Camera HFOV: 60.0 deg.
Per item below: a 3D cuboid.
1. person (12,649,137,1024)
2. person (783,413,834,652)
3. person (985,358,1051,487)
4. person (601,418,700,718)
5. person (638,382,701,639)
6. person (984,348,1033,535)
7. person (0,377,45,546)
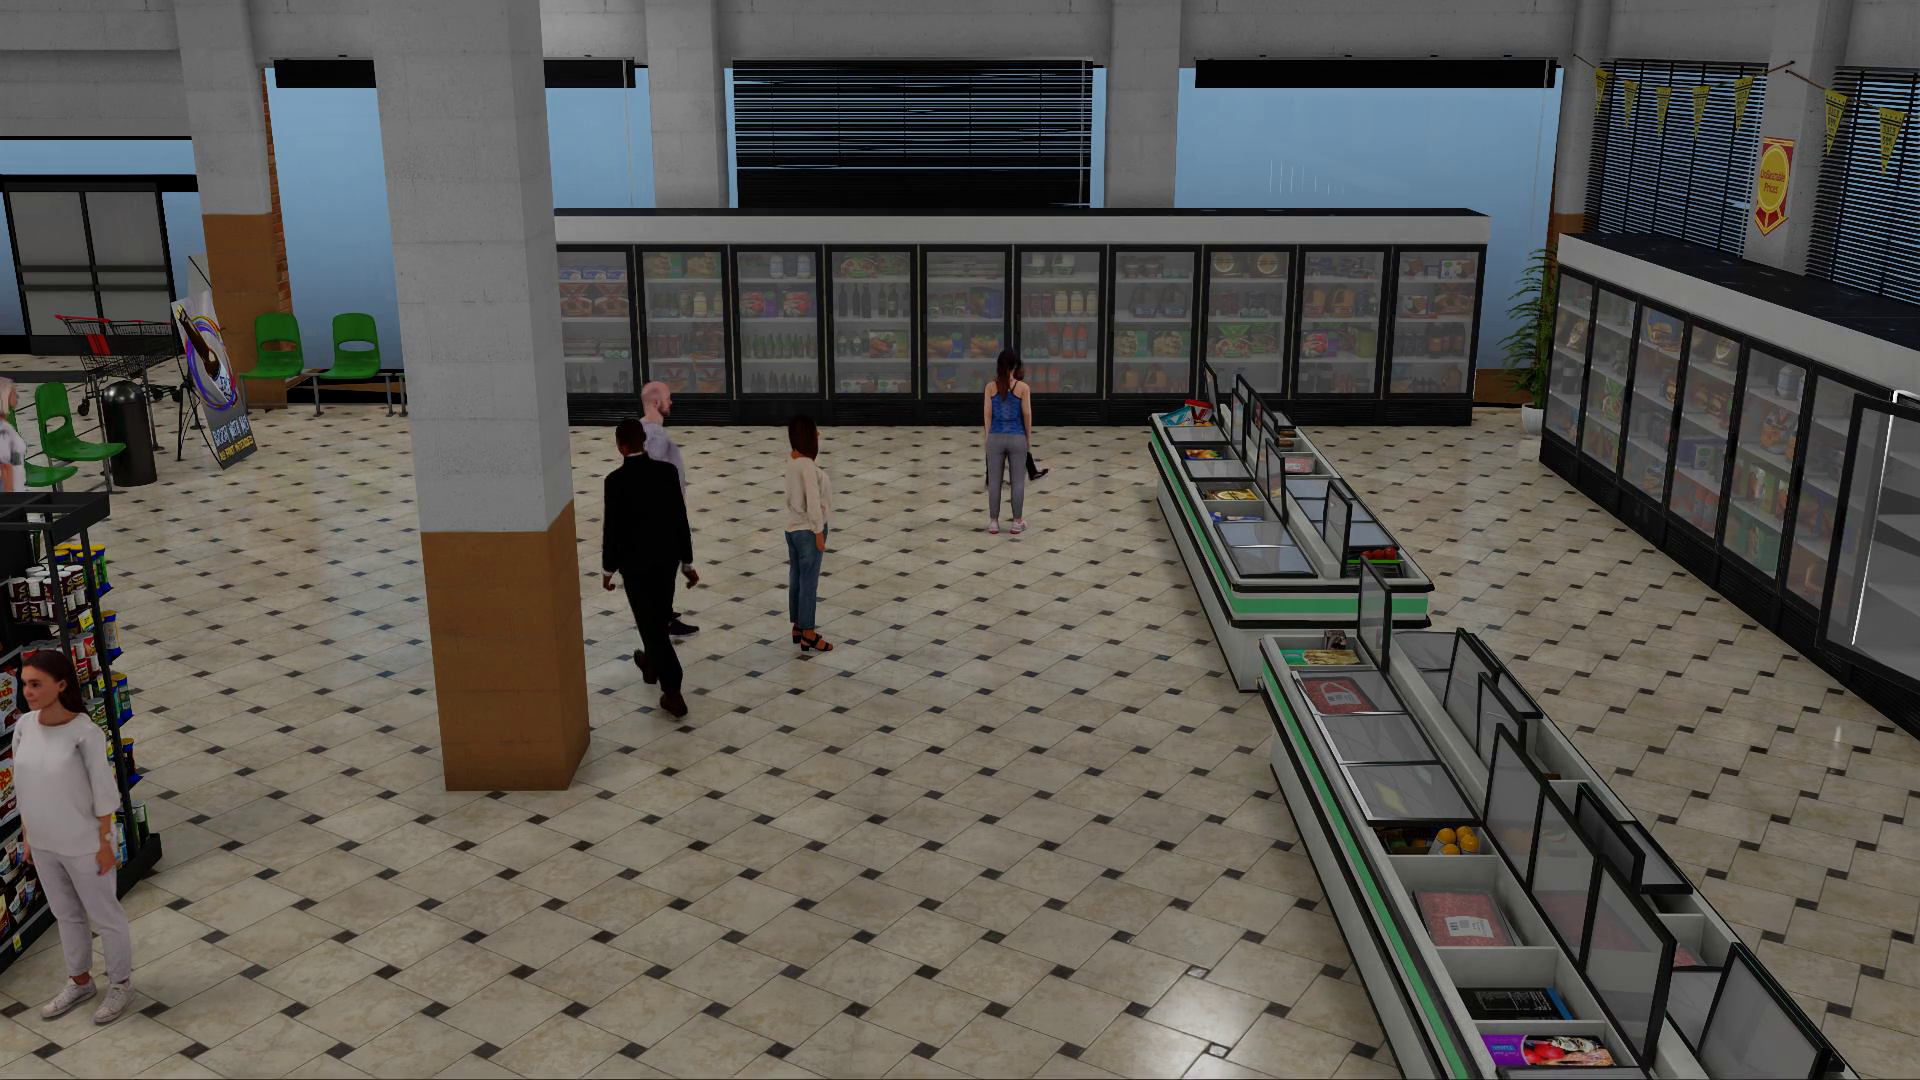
[{"bbox_3d":[-3.848,1.272,7.202,0.637,1.688,0.598,3,17,11],"label":"person"},{"bbox_3d":[-1.083,-0.061,11.599,0.746,1.683,0.606,-7,18,-21],"label":"person"},{"bbox_3d":[0.433,-1.082,15.766,0.863,1.215,0.913,-9,19,-28],"label":"person"},{"bbox_3d":[-1.902,0.205,10.406,1.128,1.866,1.267,-11,20,-32],"label":"person"},{"bbox_3d":[-2.151,-0.232,11.895,0.820,1.839,0.700,-9,19,-28],"label":"person"},{"bbox_3d":[0.403,-0.853,14.333,0.588,1.610,0.565,2,17,7],"label":"person"},{"bbox_3d":[-7.193,-0.340,12.422,0.753,1.738,0.692,-15,23,-41],"label":"person"}]
